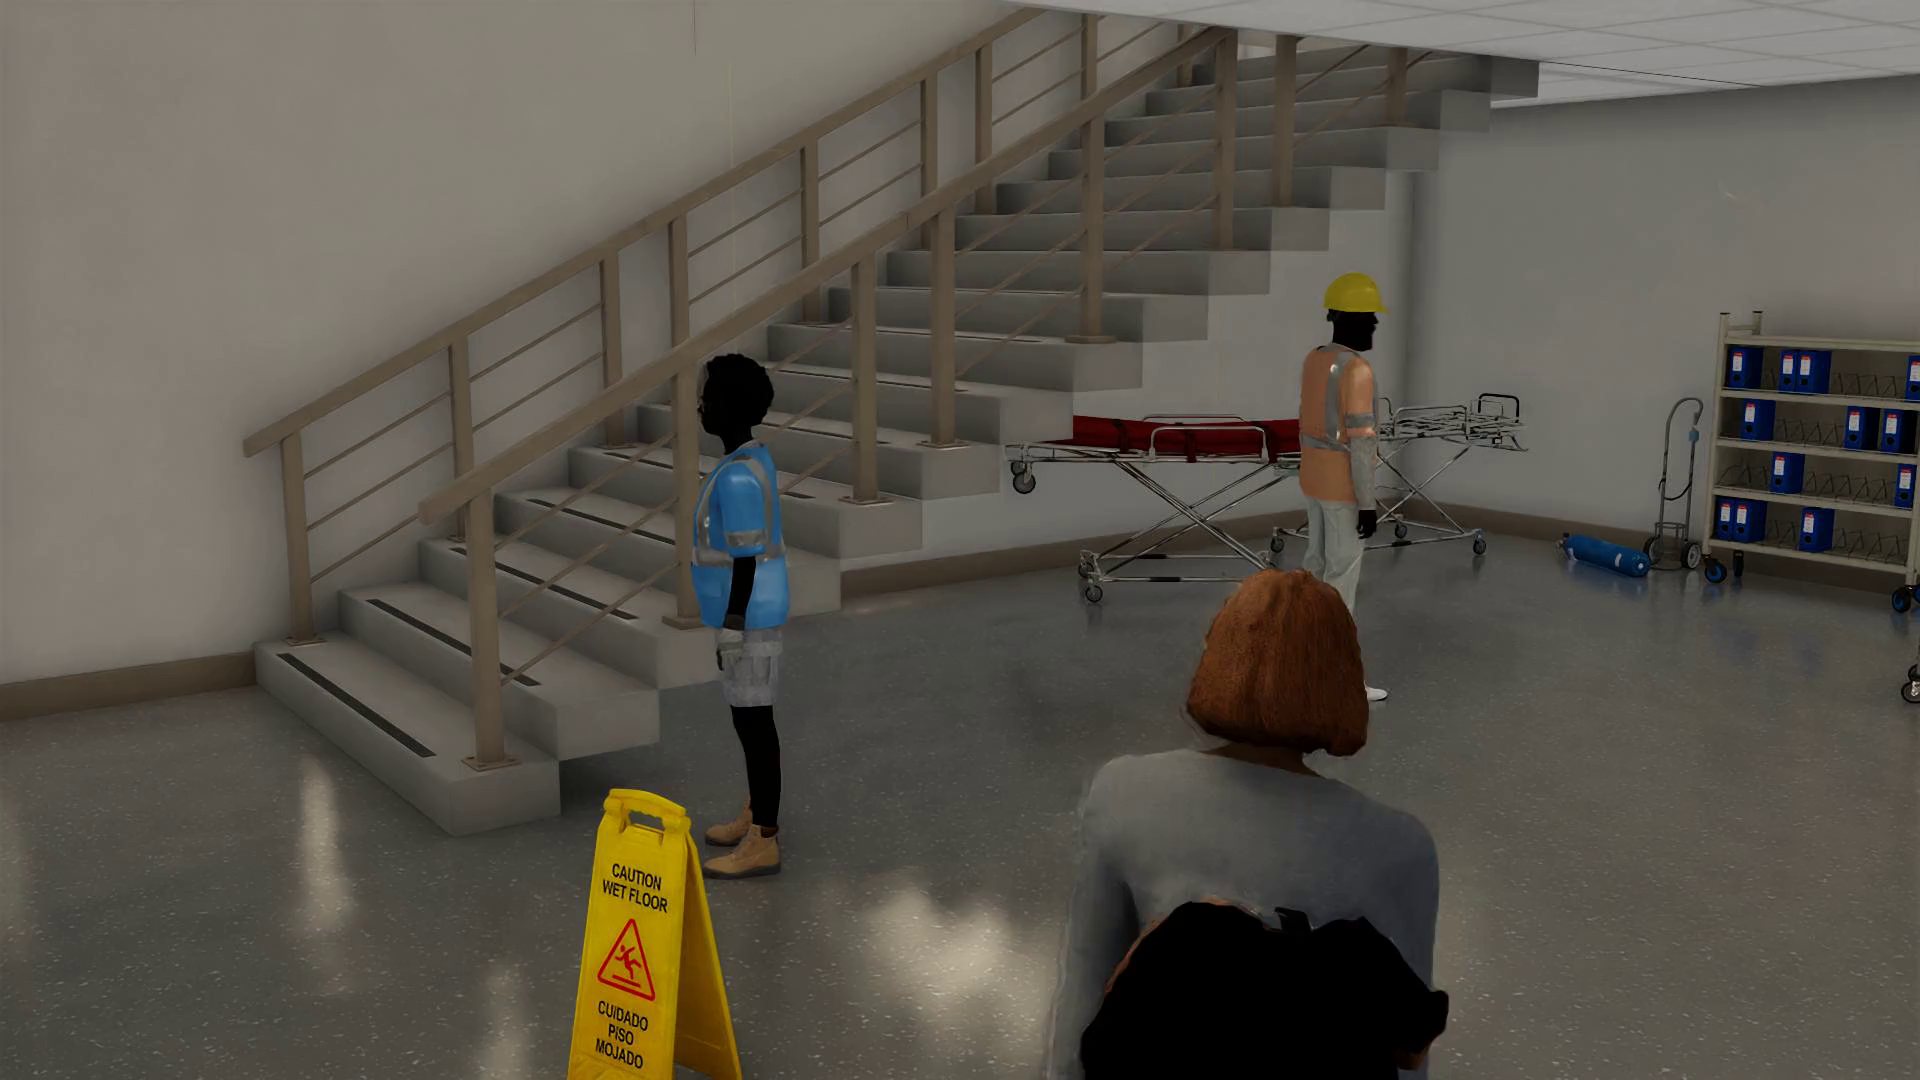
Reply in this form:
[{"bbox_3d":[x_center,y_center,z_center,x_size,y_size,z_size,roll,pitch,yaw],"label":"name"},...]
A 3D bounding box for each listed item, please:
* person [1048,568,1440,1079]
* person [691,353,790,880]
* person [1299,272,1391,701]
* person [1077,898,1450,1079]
[{"bbox_3d":[0.398,0.835,2.325,0.514,1.592,0.699,6,11,30],"label":"person"},{"bbox_3d":[-0.712,0.245,5.417,0.318,1.700,0.535,-1,10,-5],"label":"person"},{"bbox_3d":[1.729,-0.236,7.532,0.369,1.927,0.587,-2,10,-14],"label":"person"},{"bbox_3d":[0.161,1.023,1.112,0.310,1.638,0.522,3,10,18],"label":"person"}]
